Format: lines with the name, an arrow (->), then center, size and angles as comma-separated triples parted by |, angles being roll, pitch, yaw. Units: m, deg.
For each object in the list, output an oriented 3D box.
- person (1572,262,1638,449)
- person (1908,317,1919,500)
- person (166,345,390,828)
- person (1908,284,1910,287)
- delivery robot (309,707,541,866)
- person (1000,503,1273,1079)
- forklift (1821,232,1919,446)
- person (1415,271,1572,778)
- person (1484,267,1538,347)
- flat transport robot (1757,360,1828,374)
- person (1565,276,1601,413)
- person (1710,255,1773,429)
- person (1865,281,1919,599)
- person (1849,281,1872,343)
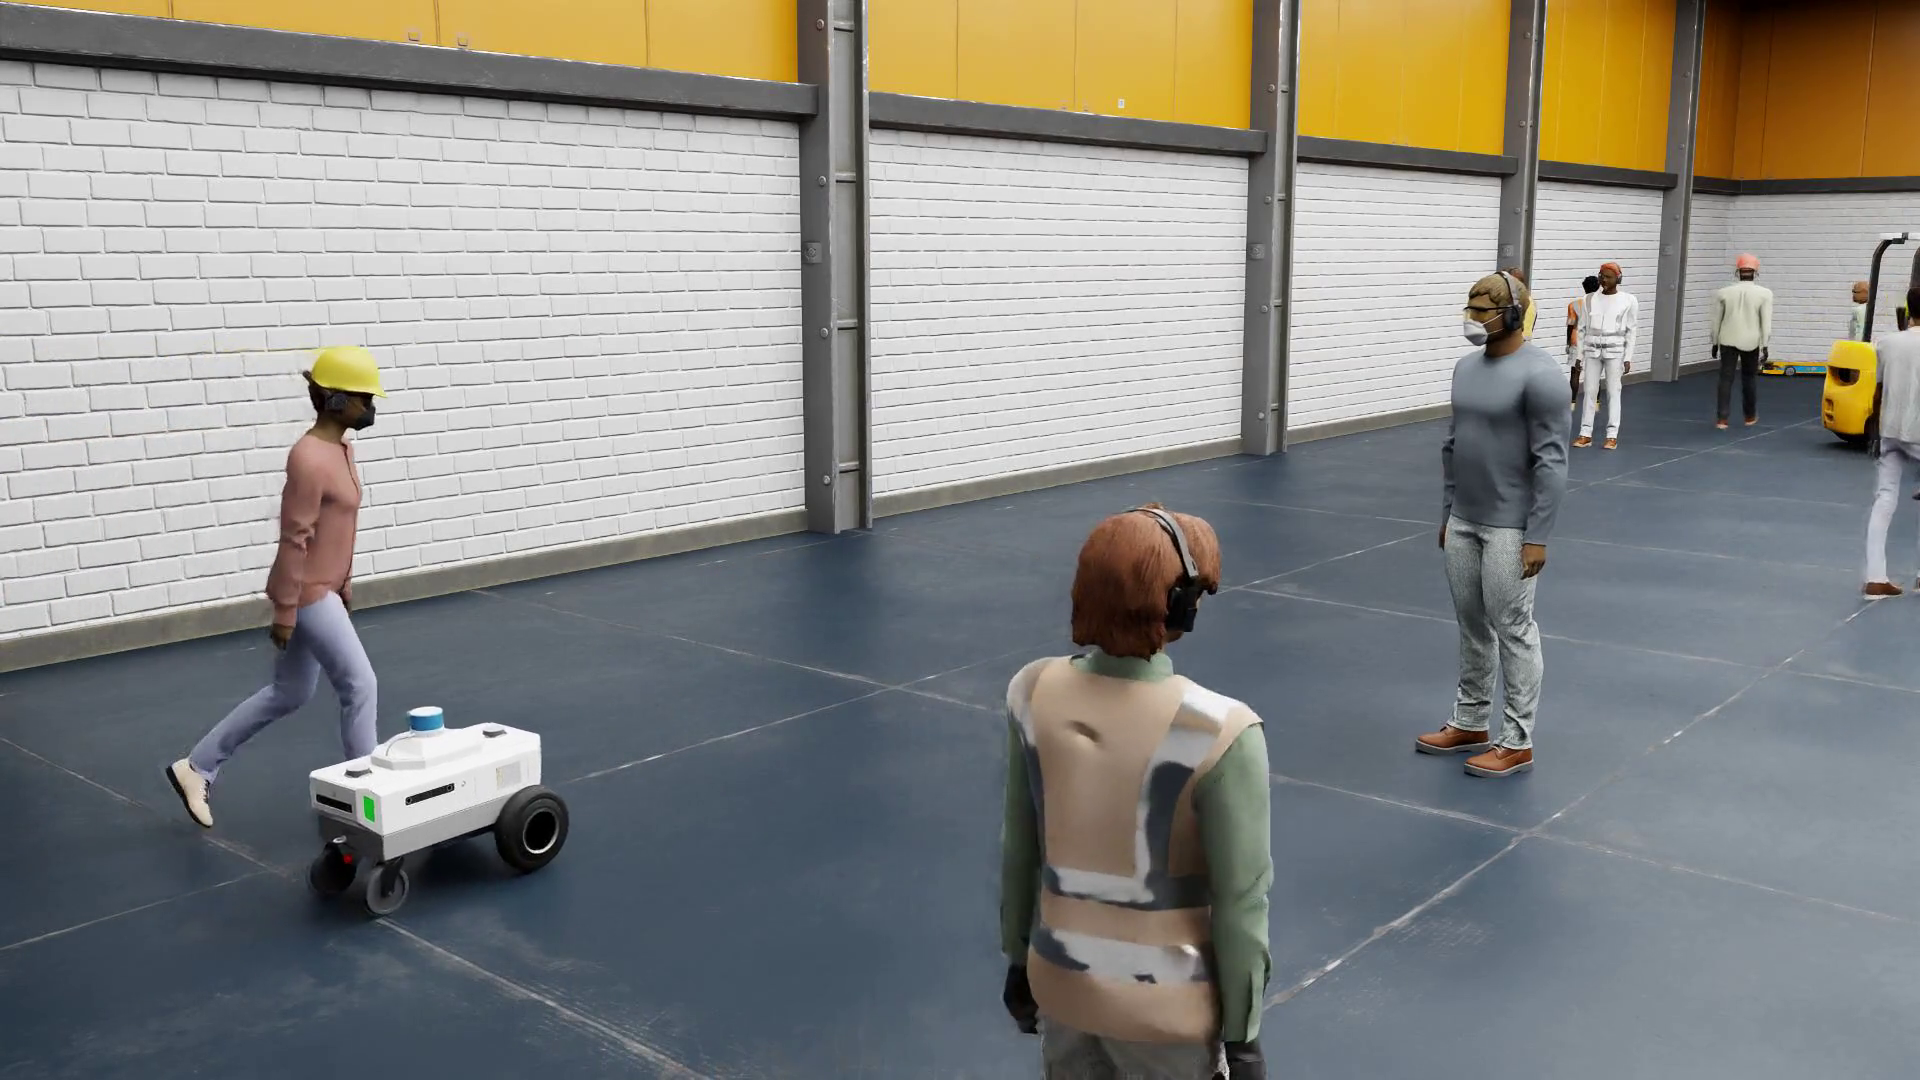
person -> 6.523, -1.860, 16.846 | 0.576, 1.882, 0.355 | 7, 12, 36
person -> 7.666, -1.170, 12.940 | 0.651, 1.881, 0.857 | 1, 10, 6
person -> -2.326, 0.182, 5.740 | 0.850, 1.712, 0.533 | -2, 10, -13
person -> 11.590, -2.314, 20.148 | 0.539, 1.620, 0.373 | -4, 11, -24
delivery robot -> -1.699, 0.779, 5.329 | 0.477, 0.478, 0.707 | 7, 12, 35
person -> 0.233, 0.758, 2.693 | 0.476, 1.627, 0.519 | -9, 14, -43
forklift -> 9.955, -1.972, 16.595 | 2.313, 2.155, 1.214 | 1, 10, 8
person -> 2.068, -0.059, 6.432 | 0.352, 1.937, 0.635 | -3, 10, -18
person -> 5.309, -1.719, 16.162 | 0.627, 1.844, 0.429 | -9, 13, -41
flat transport robot -> 13.529, -2.760, 26.553 | 1.431, 0.197, 0.652 | 2, 10, 14
person -> 7.744, -2.407, 20.523 | 0.536, 1.690, 0.320 | 2, 10, 12
person -> 8.856, -2.243, 18.866 | 0.638, 1.948, 0.930 | 6, 12, 32
person -> 5.590, -0.580, 9.660 | 0.797, 1.841, 0.564 | -5, 11, -28
person -> 10.763, -2.272, 19.921 | 0.282, 1.632, 0.530 | 8, 13, 39
